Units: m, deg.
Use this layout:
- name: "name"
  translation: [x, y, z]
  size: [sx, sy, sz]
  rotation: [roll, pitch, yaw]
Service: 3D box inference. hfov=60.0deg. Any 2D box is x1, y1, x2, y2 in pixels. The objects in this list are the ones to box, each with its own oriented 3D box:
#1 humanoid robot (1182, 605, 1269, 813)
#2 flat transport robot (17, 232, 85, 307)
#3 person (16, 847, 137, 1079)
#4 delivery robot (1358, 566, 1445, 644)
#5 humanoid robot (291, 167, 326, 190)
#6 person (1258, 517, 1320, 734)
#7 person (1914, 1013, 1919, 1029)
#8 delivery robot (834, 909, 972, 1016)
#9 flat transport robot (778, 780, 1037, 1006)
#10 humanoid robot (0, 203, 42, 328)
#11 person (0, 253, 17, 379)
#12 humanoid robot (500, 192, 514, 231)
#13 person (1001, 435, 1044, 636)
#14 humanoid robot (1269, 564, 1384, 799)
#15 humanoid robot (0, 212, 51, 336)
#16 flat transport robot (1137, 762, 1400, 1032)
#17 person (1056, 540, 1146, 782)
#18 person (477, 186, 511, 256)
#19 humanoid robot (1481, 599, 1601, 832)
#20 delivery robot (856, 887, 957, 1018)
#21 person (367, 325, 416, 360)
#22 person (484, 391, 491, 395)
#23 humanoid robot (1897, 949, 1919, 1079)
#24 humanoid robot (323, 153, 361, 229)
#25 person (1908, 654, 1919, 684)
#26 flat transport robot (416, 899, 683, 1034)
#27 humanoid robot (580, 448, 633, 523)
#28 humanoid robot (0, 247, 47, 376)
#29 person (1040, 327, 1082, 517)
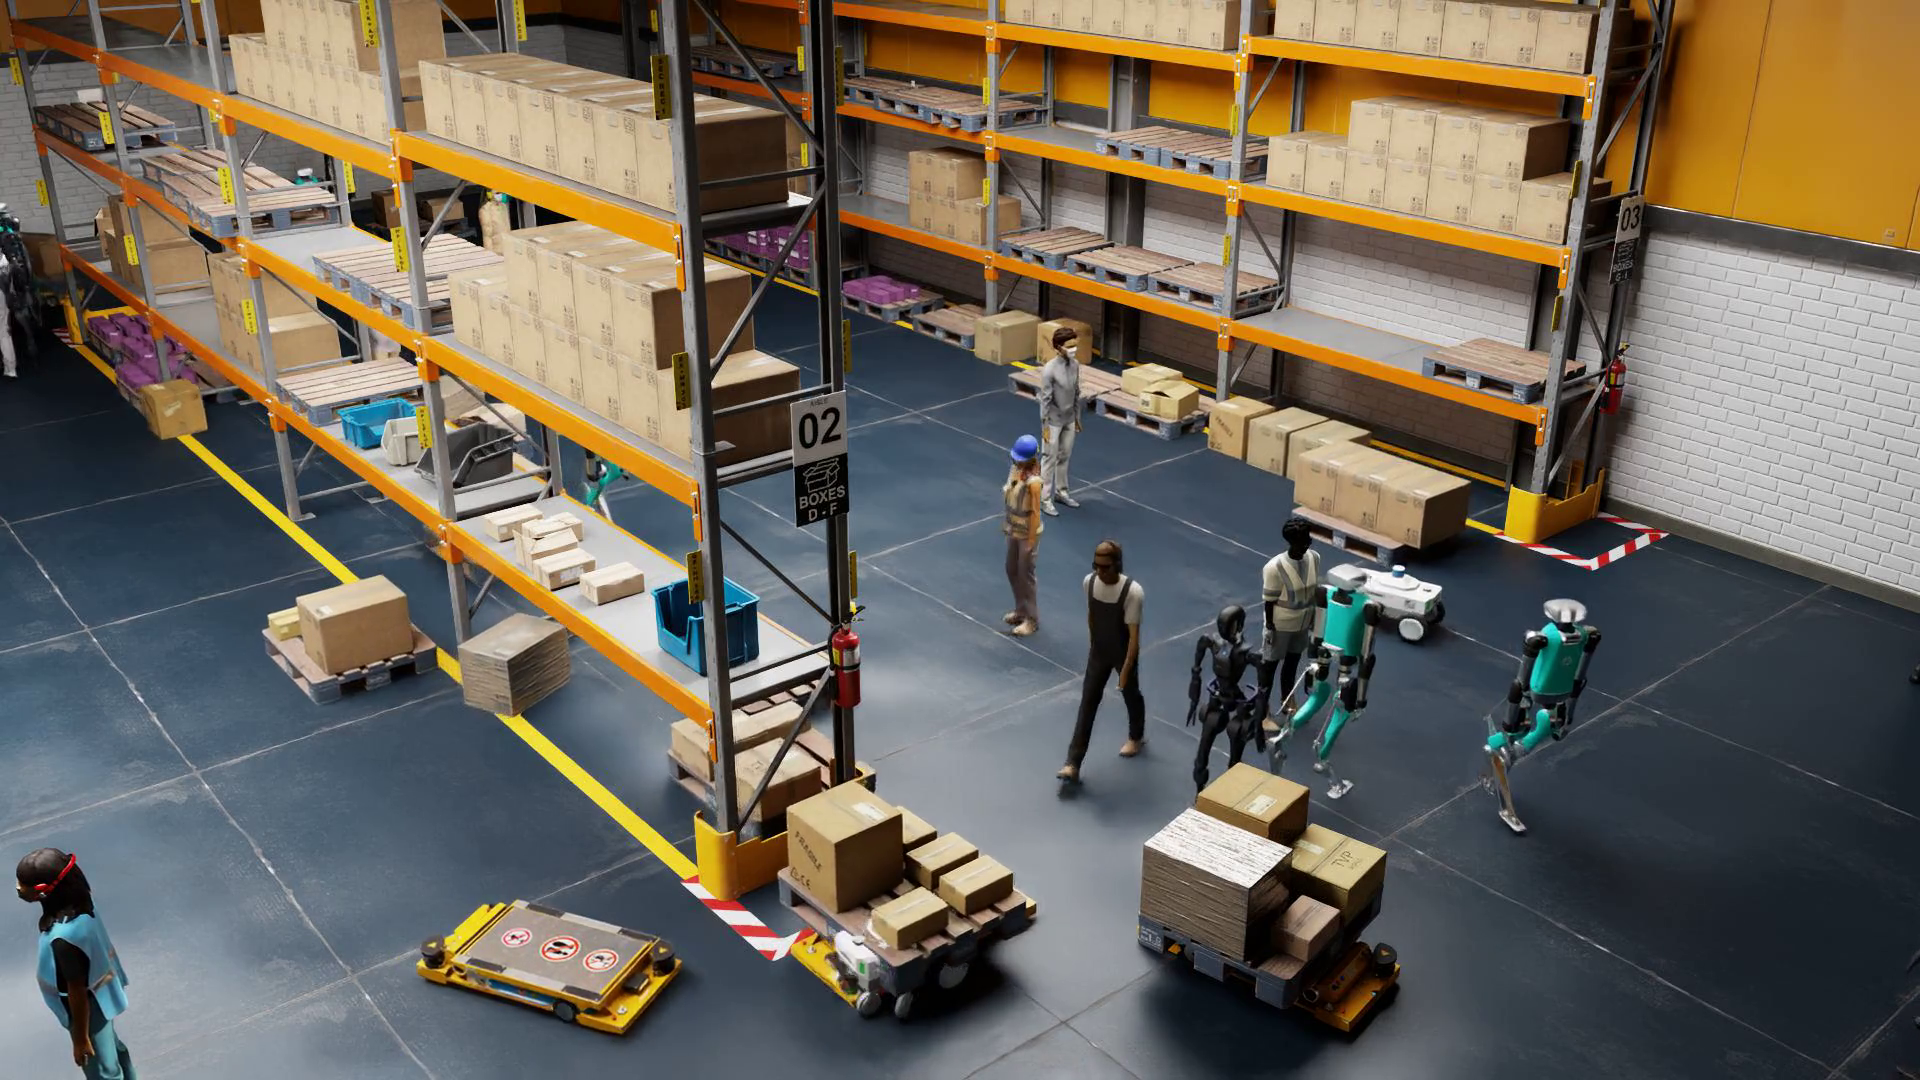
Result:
- name: "humanoid robot"
  translation: [1.816, 1.154, 11.215]
  size: [0.610, 1.642, 0.431]
  rotation: [17, 28, 33]
- name: "flat transport robot"
  translation: [-13.276, -3.467, 23.672]
  size: [1.431, 0.231, 0.659]
  rotation: [-10, 25, -23]
- name: "person"
  translation: [-4.312, 2.331, 8.238]
  size: [0.376, 1.864, 0.523]
  rotation: [-10, 25, -23]
- name: "delivery robot"
  translation: [3.716, 0.522, 14.097]
  size: [0.803, 0.614, 0.499]
  rotation: [14, 27, 30]
- name: "humanoid robot"
  translation: [-9.696, -4.701, 24.721]
  size: [0.544, 1.751, 1.020]
  rotation: [-18, 29, -36]
- name: "person"
  translation: [2.458, 0.616, 12.414]
  size: [0.532, 1.696, 0.319]
  rotation: [-15, 28, -31]
- name: "person"
  translation: [5.620, 2.102, 8.938]
  size: [0.585, 1.748, 0.547]
  rotation: [22, 31, 40]
- name: "delivery robot"
  translation: [-0.367, 2.389, 9.736]
  size: [0.758, 0.583, 0.499]
  rotation: [-15, 27, -30]
- name: "flat transport robot"
  translation: [-0.276, 2.349, 10.205]
  size: [1.431, 0.231, 0.659]
  rotation: [-18, 29, -36]
- name: "humanoid robot"
  translation: [-12.633, -3.672, 22.339]
  size: [0.535, 1.824, 0.752]
  rotation: [1, 23, 2]
- name: "person"
  translation: [-11.912, -2.886, 20.304]
  size: [0.608, 1.870, 0.715]
  rotation: [19, 30, 37]
- name: "humanoid robot"
  translation: [-7.399, -5.704, 26.991]
  size: [0.556, 1.748, 0.964]
  rotation: [-18, 29, -36]
- name: "person"
  translation: [0.521, -0.060, 13.905]
  size: [0.301, 1.762, 0.514]
  rotation: [-10, 25, -22]
- name: "humanoid robot"
  translation: [2.359, 1.098, 11.310]
  size: [0.996, 1.762, 0.569]
  rotation: [-17, 29, -35]
- name: "humanoid robot"
  translation: [-12.524, -3.535, 22.069]
  size: [0.607, 1.648, 0.454]
  rotation: [8, 25, 18]
- name: "flat transport robot"
  translation: [1.844, 2.435, 10.004]
  size: [1.431, 0.231, 0.659]
  rotation: [18, 29, 35]
- name: "person"
  translation: [1.059, 0.836, 11.794]
  size: [0.526, 1.794, 0.986]
  rotation: [15, 27, 30]
- name: "person"
  translation: [-6.359, -3.992, 22.860]
  size: [0.406, 1.874, 0.565]
  rotation: [8, 25, 18]
- name: "humanoid robot"
  translation: [3.778, 1.148, 11.231]
  size: [0.555, 1.870, 0.842]
  rotation: [-6, 24, -14]
- name: "delivery robot"
  translation: [-0.298, 2.380, 9.795]
  size: [0.499, 0.613, 0.811]
  rotation: [12, 26, 25]
- name: "person"
  translation: [-6.511, -2.214, 18.964]
  size: [0.569, 1.700, 0.899]
  rotation: [-18, 29, -35]
- name: "person"
  translation: [-5.577, -2.557, 19.701]
  size: [0.687, 1.741, 0.496]
  rotation: [6, 24, 13]
- name: "humanoid robot"
  translation: [5.364, 2.211, 8.752]
  size: [0.609, 1.642, 0.365]
  rotation: [8, 25, 18]
- name: "humanoid robot"
  translation: [-10.211, -5.820, 27.381]
  size: [0.595, 1.626, 0.736]
  rotation: [10, 25, 23]
- name: "person"
  translation: [7.802, 0.269, 12.939]
  size: [0.545, 1.927, 0.388]
  rotation: [16, 28, 32]
- name: "flat transport robot"
  translation: [-2.435, 2.497, 9.861]
  size: [1.431, 0.231, 0.659]
  rotation: [9, 25, 20]
- name: "humanoid robot"
  translation: [-3.341, -0.694, 15.401]
  size: [0.771, 1.786, 0.541]
  rotation: [19, 30, 38]
- name: "humanoid robot"
  translation: [-11.646, -2.827, 20.418]
  size: [0.586, 1.650, 0.334]
  rotation: [-11, 25, -23]
- name: "person"
  translation: [0.963, -1.185, 16.346]
  size: [0.546, 1.890, 0.394]
  rotation: [-20, 30, -38]
